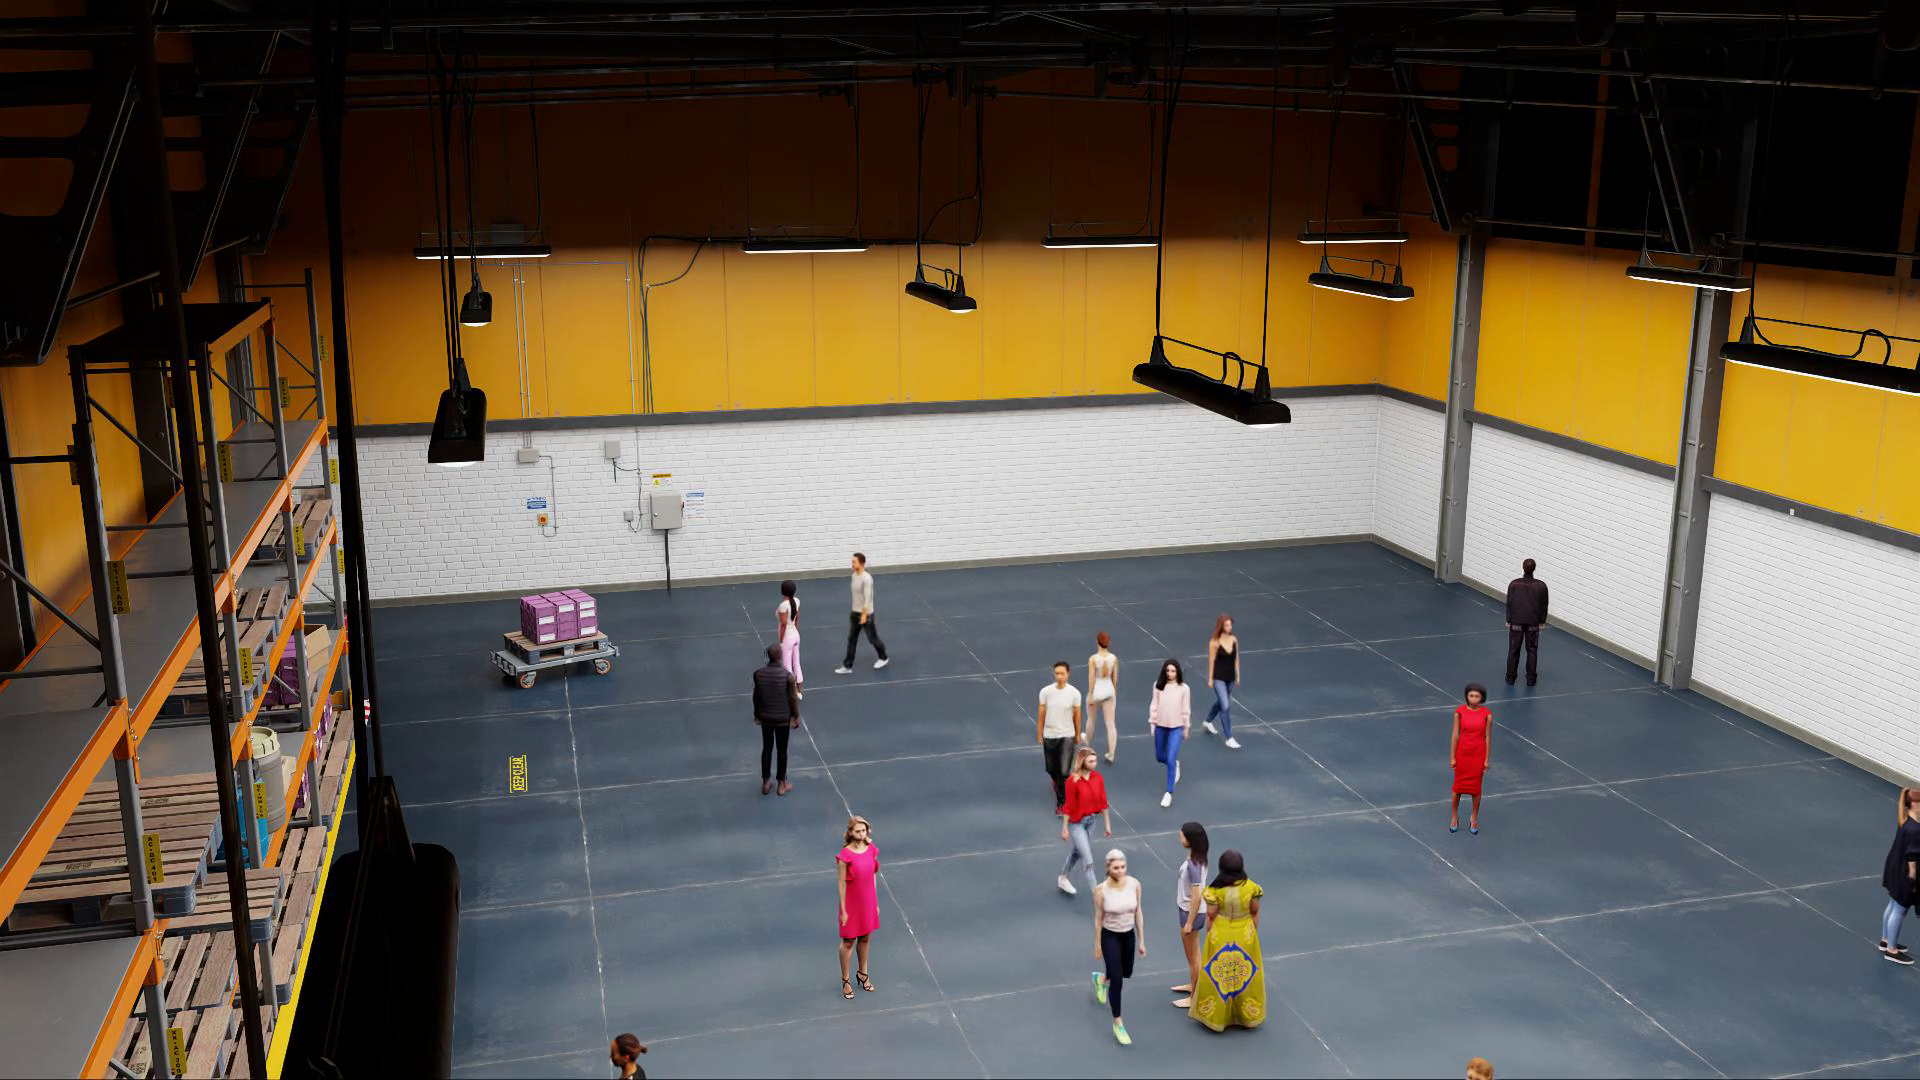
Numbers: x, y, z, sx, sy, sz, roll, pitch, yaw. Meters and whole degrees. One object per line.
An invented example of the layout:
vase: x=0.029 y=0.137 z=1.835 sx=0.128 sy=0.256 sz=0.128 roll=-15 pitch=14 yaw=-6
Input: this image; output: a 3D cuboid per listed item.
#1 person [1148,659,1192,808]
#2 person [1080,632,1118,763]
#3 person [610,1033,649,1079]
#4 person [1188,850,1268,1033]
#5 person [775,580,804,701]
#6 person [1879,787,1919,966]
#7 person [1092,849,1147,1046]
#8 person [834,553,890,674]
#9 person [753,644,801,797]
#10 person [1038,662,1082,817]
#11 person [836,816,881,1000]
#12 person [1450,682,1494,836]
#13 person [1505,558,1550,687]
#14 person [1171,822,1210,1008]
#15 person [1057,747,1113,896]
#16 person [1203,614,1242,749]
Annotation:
person: x=2.476 y=2.203 z=19.465 sx=1.036 sy=1.751 sz=1.118 roll=6 pitch=15 yaw=24
person: x=1.801 y=1.984 z=20.696 sx=0.554 sy=1.597 sz=1.030 roll=-4 pitch=14 yaw=-15
person: x=-2.239 y=4.174 z=11.498 sx=0.655 sy=1.668 sz=0.471 roll=-2 pitch=14 yaw=-10
person: x=2.352 y=3.467 z=14.434 sx=0.910 sy=1.660 sz=0.846 roll=-1 pitch=14 yaw=-4
person: x=-2.352 y=1.384 z=22.865 sx=0.718 sy=1.741 sz=0.650 roll=7 pitch=15 yaw=27
person: x=8.918 y=3.146 z=15.711 sx=0.781 sy=1.684 sz=0.700 roll=6 pitch=15 yaw=23
person: x=1.333 y=3.451 z=14.455 sx=0.712 sy=1.682 sz=1.067 roll=-6 pitch=15 yaw=-22
person: x=-1.323 y=1.064 z=24.133 sx=1.056 sy=1.767 sz=1.200 roll=-11 pitch=17 yaw=-38
person: x=-2.195 y=2.114 z=19.647 sx=0.799 sy=1.837 sz=0.797 roll=4 pitch=14 yaw=14
person: x=1.157 y=2.240 z=19.236 sx=0.921 sy=1.786 sz=1.141 roll=2 pitch=14 yaw=9
person: x=-0.925 y=3.288 z=15.031 sx=0.648 sy=1.728 sz=0.652 roll=-10 pitch=17 yaw=-35
person: x=5.696 y=2.425 z=18.560 sx=0.646 sy=1.744 sz=0.652 roll=4 pitch=14 yaw=15
person: x=8.019 y=1.155 z=23.603 sx=0.805 sy=1.839 sz=0.783 roll=4 pitch=14 yaw=15
person: x=2.075 y=3.325 z=14.866 sx=0.712 sy=1.734 sz=0.573 roll=2 pitch=14 yaw=7
person: x=1.199 y=2.889 z=16.841 sx=0.889 sy=1.651 sz=1.205 roll=-9 pitch=16 yaw=-33
person: x=3.341 y=1.772 z=21.384 sx=0.791 sy=1.685 sz=1.133 roll=-8 pitch=16 yaw=-30
